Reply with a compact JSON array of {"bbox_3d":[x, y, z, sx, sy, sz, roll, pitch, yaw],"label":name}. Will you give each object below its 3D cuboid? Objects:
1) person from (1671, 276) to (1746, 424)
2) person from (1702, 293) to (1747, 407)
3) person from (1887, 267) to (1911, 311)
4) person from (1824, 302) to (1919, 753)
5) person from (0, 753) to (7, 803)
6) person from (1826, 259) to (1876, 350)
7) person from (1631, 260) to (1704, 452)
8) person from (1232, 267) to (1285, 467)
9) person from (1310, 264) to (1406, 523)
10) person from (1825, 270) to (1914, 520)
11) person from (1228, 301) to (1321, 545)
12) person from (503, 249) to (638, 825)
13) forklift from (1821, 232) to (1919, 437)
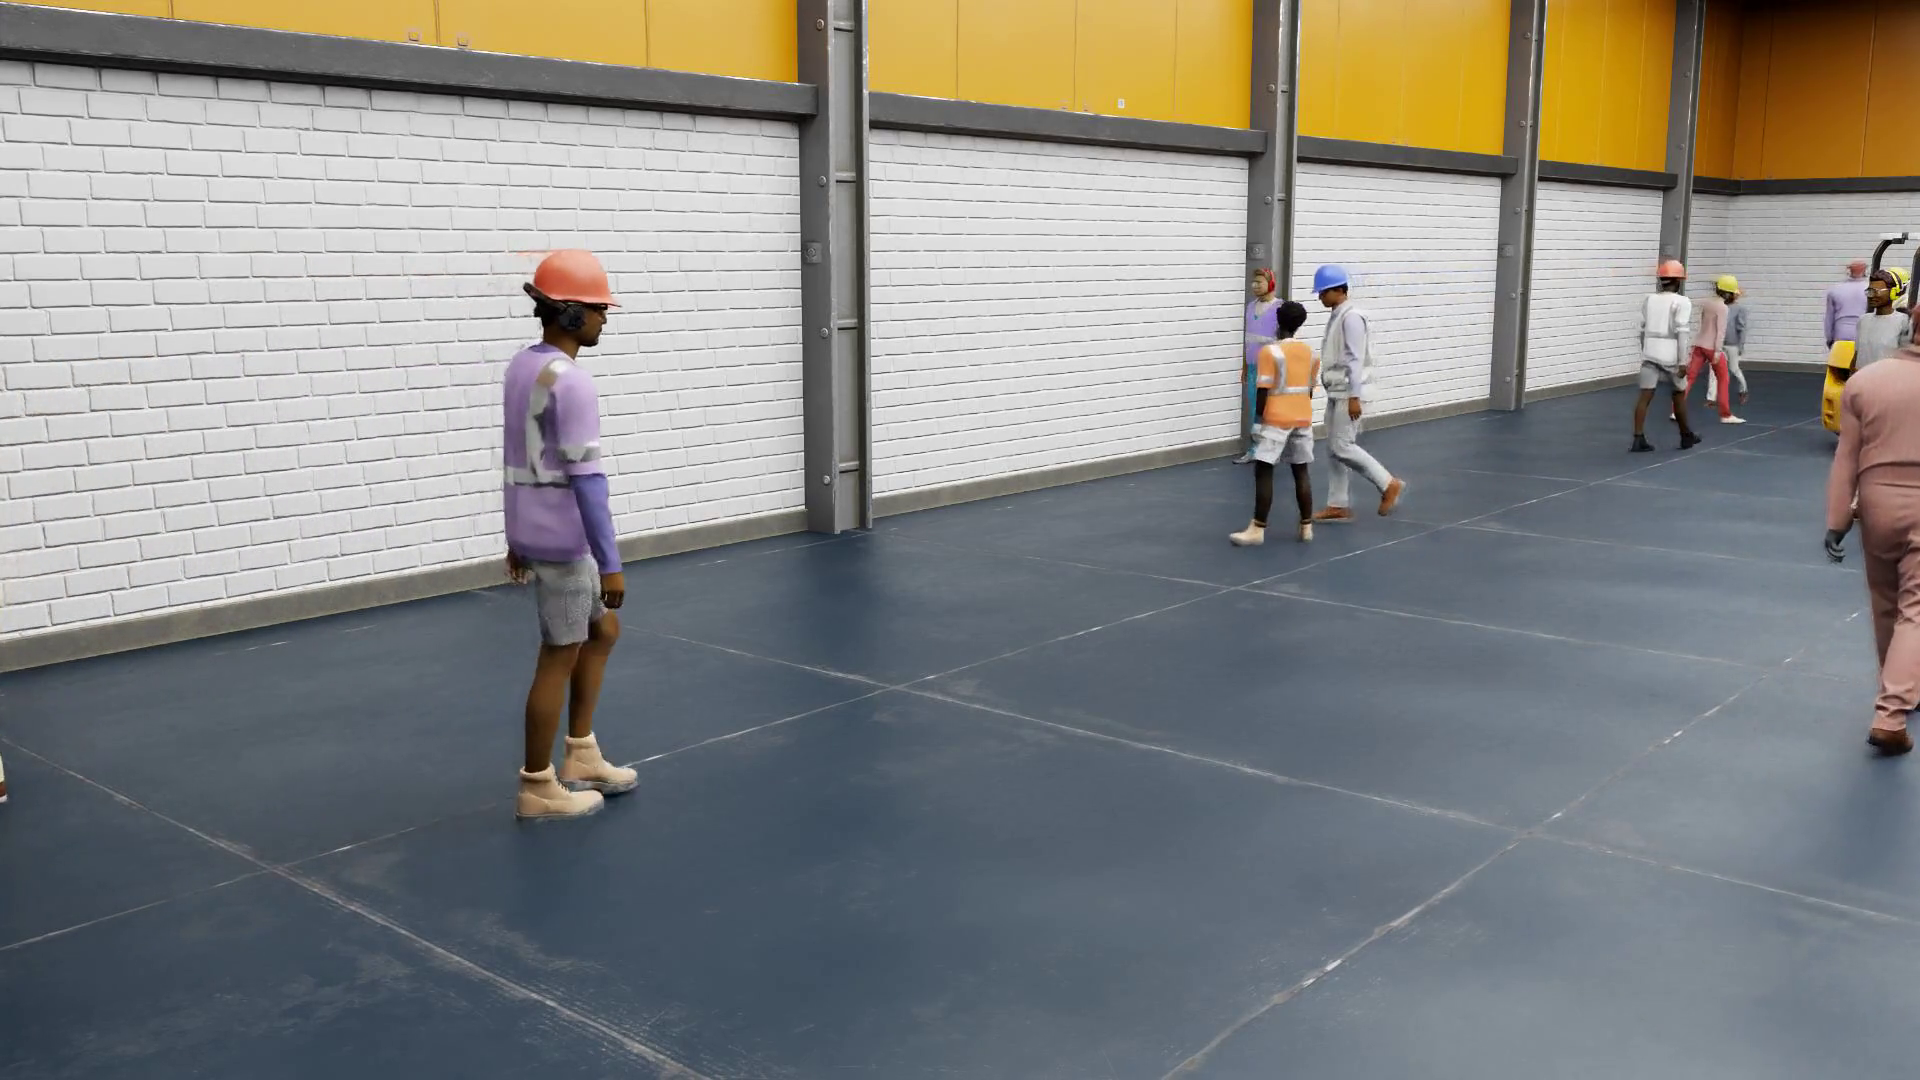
[{"bbox_3d":[8.695,-2.207,19.326,0.735,1.712,0.567,-1,10,-7],"label":"person"},{"bbox_3d":[9.902,-2.521,21.418,0.776,1.606,0.504,-8,13,-37],"label":"person"},{"bbox_3d":[10.017,-2.010,17.877,0.403,1.824,0.593,3,10,16],"label":"person"},{"bbox_3d":[3.951,-0.085,6.835,1.016,1.859,0.671,-10,14,-43],"label":"person"},{"bbox_3d":[-3.804,0.210,5.819,0.752,1.600,0.523,-7,12,-36],"label":"person"},{"bbox_3d":[11.026,-2.501,20.500,0.661,1.885,0.600,9,13,41],"label":"person"},{"bbox_3d":[7.101,-1.831,16.636,0.957,1.891,0.585,-7,12,-34],"label":"person"},{"bbox_3d":[2.834,-1.592,15.419,0.389,1.847,0.563,-6,11,-29],"label":"person"},{"bbox_3d":[2.879,-1.060,12.214,0.662,1.913,0.646,0,10,-1],"label":"person"},{"bbox_3d":[6.683,-1.031,12.159,0.317,1.870,0.531,-4,11,-22],"label":"person"},{"bbox_3d":[2.168,-0.789,11.376,0.721,1.667,0.314,-6,12,-32],"label":"person"},{"bbox_3d":[-1.334,-0.005,5.885,0.665,2.016,0.654,-6,12,-31],"label":"person"},{"bbox_3d":[9.955,-1.972,16.595,2.313,2.155,1.214,1,10,8],"label":"forklift"}]
